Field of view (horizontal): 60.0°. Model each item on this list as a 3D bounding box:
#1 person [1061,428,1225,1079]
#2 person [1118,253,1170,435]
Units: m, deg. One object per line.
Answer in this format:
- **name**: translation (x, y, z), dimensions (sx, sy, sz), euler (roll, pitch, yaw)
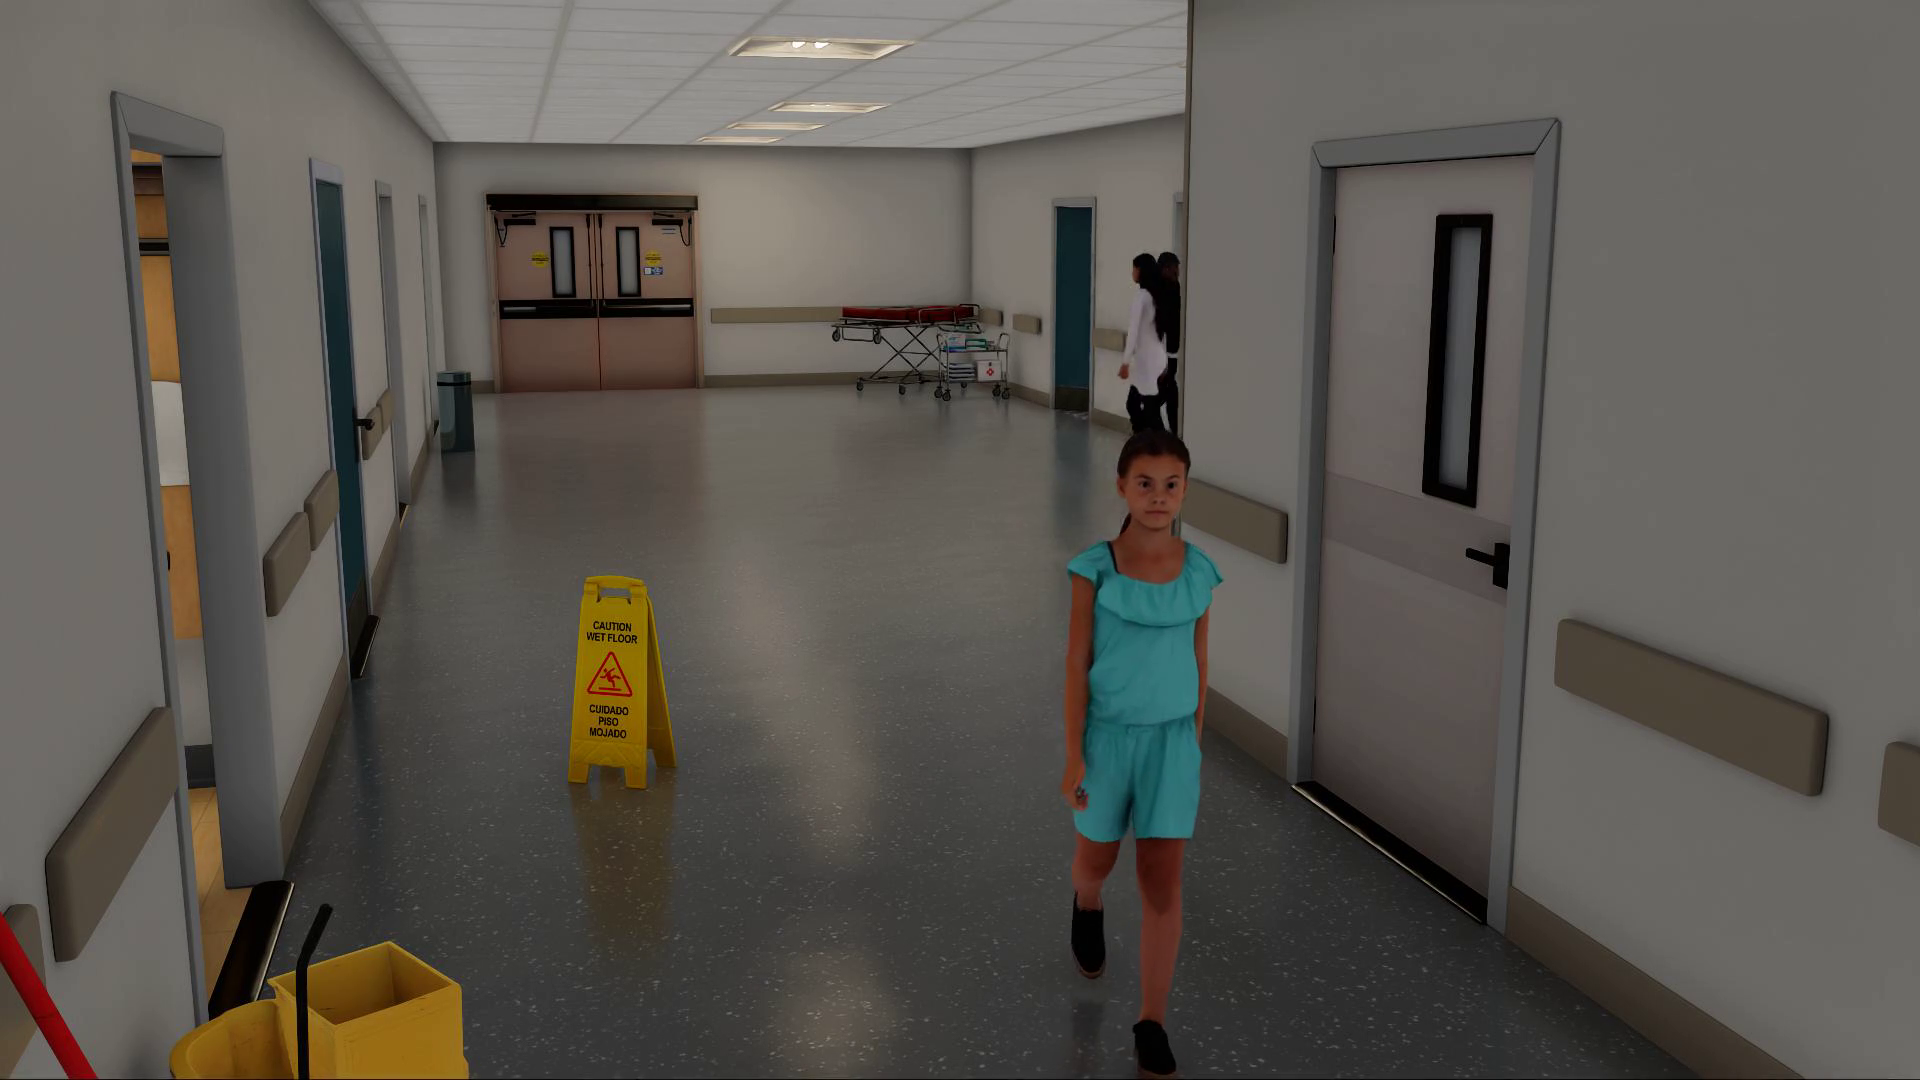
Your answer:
- **person**: translation (0.416, 0.492, 4.160), dimensions (0.693, 1.534, 1.081), euler (-1, 11, -3)
- **person**: translation (1.598, -1.382, 13.373), dimensions (0.946, 1.783, 0.881), euler (5, 12, 24)
